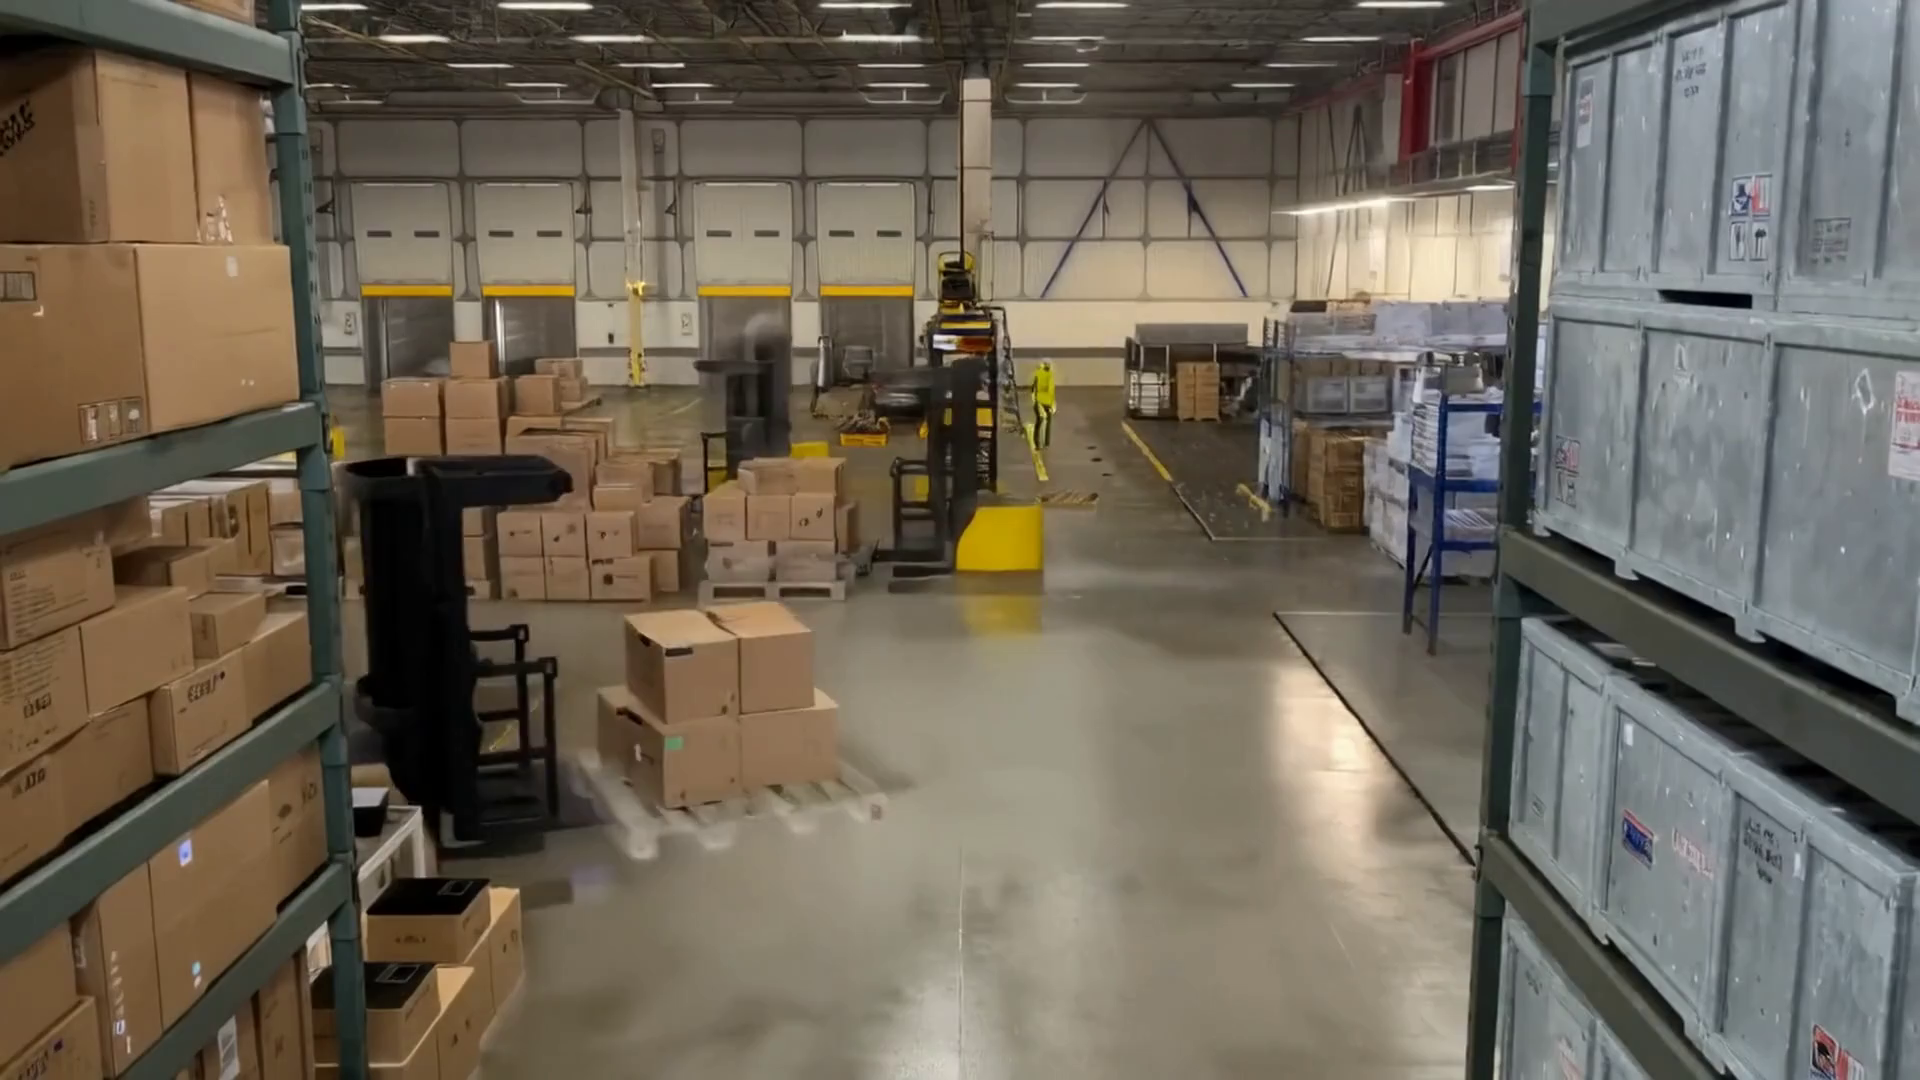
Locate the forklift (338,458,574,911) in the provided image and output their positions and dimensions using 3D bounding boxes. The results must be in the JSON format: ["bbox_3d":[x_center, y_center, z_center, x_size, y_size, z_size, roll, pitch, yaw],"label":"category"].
[{"bbox_3d":[-3.522,0.918,10.404,1.873,2.768,1.129,-4,11,-24],"label":"forklift"}]

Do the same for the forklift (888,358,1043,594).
[{"bbox_3d":[0.077,-0.808,20.363,1.873,2.768,1.129,0,10,1],"label":"forklift"}]

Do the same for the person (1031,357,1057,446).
[{"bbox_3d":[1.780,-2.920,35.329,0.552,1.922,0.659,3,10,15],"label":"person"}]

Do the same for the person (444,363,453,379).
[{"bbox_3d":[-11.584,-3.226,37.919,0.311,1.633,0.519,4,10,20],"label":"person"}]

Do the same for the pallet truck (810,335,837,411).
[{"bbox_3d":[-3.021,-4.312,43.126,1.885,1.965,0.823,3,10,17],"label":"pallet truck"}]

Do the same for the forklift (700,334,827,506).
[{"bbox_3d":[-3.126,-1.901,26.671,1.129,2.768,1.873,9,13,41],"label":"forklift"}]
